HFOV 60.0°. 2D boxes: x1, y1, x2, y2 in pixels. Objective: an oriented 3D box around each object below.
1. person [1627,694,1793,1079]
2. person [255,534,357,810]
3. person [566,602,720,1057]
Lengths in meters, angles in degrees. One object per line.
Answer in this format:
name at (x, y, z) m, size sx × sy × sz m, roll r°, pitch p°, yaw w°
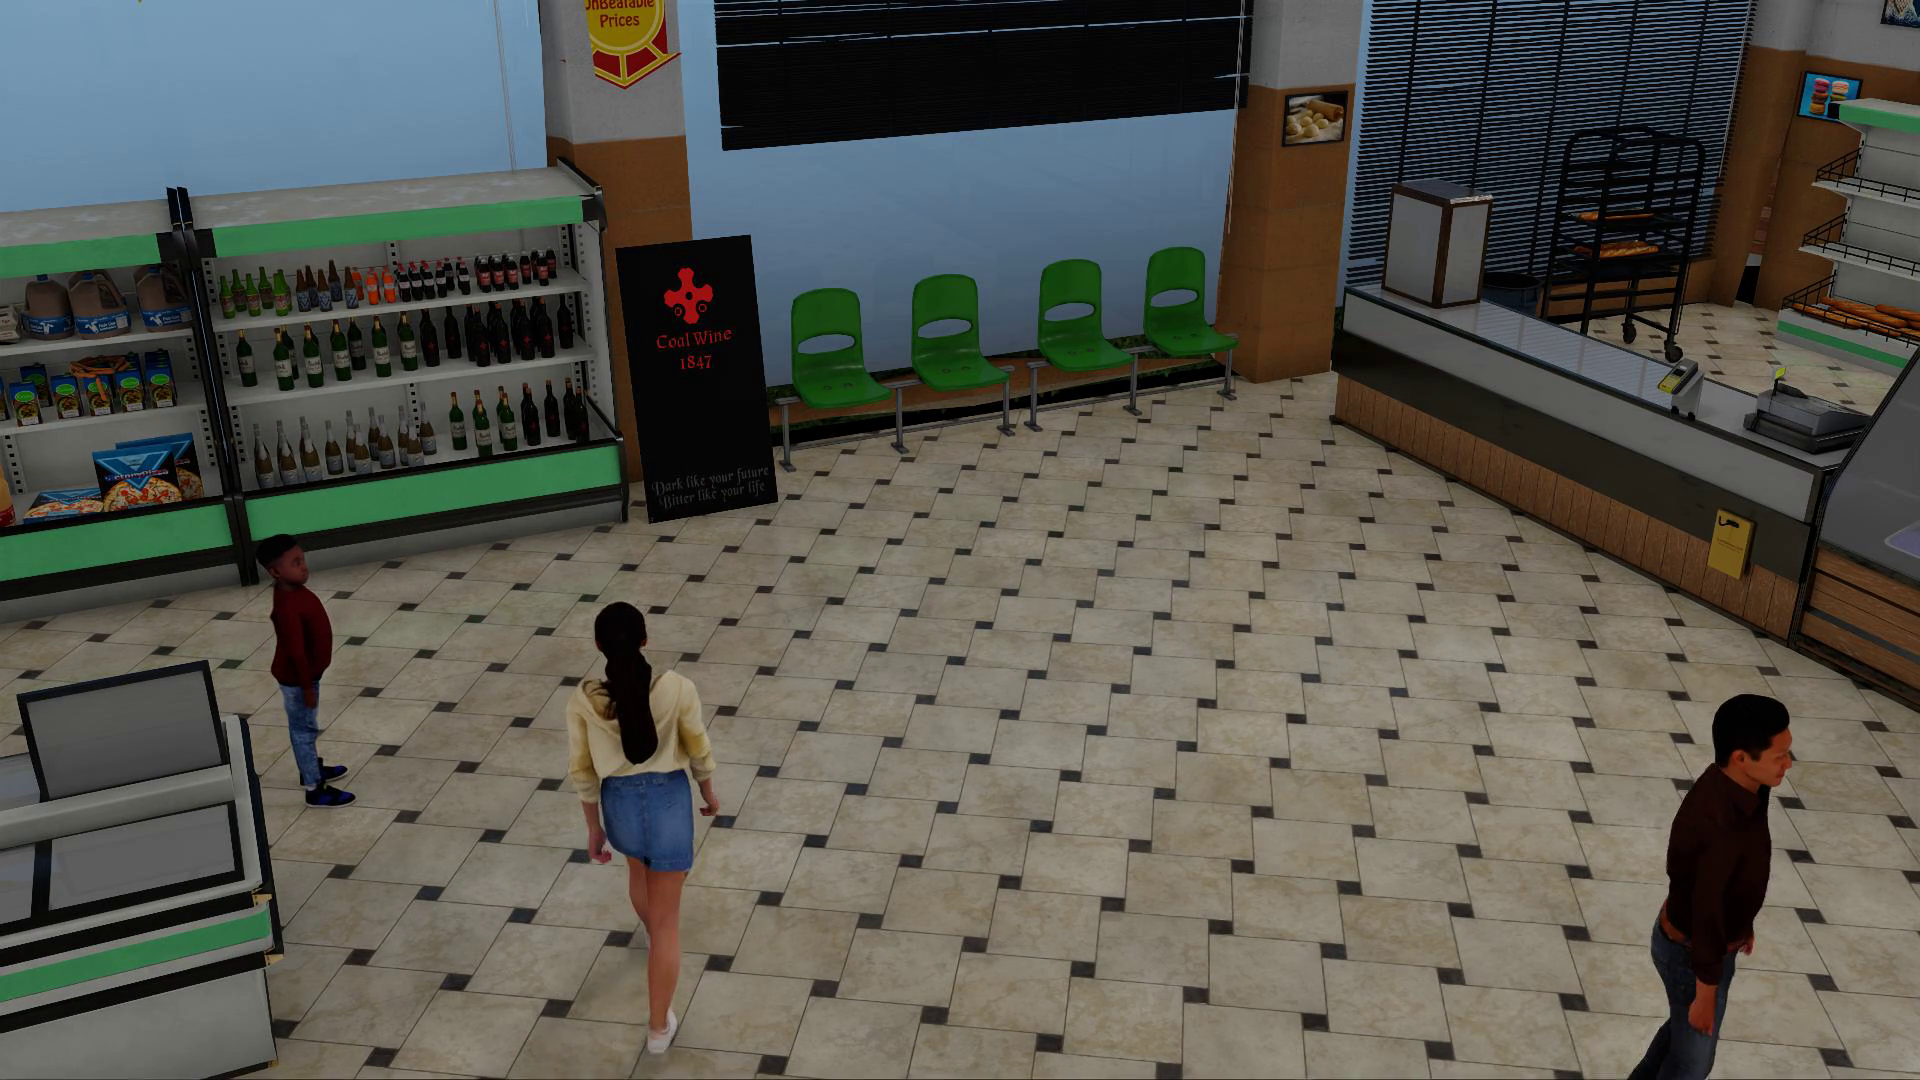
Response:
person at (2.237, 1.231, 5.099) m, size 0.824 × 1.774 × 0.730 m, roll 13°, pitch 27°, yaw 27°
person at (-2.894, 0.566, 7.267) m, size 0.490 × 1.254 × 0.512 m, roll -9°, pitch 25°, yaw -20°
person at (-1.089, 1.022, 5.806) m, size 1.145 × 1.589 × 0.980 m, roll -2°, pitch 24°, yaw -4°
